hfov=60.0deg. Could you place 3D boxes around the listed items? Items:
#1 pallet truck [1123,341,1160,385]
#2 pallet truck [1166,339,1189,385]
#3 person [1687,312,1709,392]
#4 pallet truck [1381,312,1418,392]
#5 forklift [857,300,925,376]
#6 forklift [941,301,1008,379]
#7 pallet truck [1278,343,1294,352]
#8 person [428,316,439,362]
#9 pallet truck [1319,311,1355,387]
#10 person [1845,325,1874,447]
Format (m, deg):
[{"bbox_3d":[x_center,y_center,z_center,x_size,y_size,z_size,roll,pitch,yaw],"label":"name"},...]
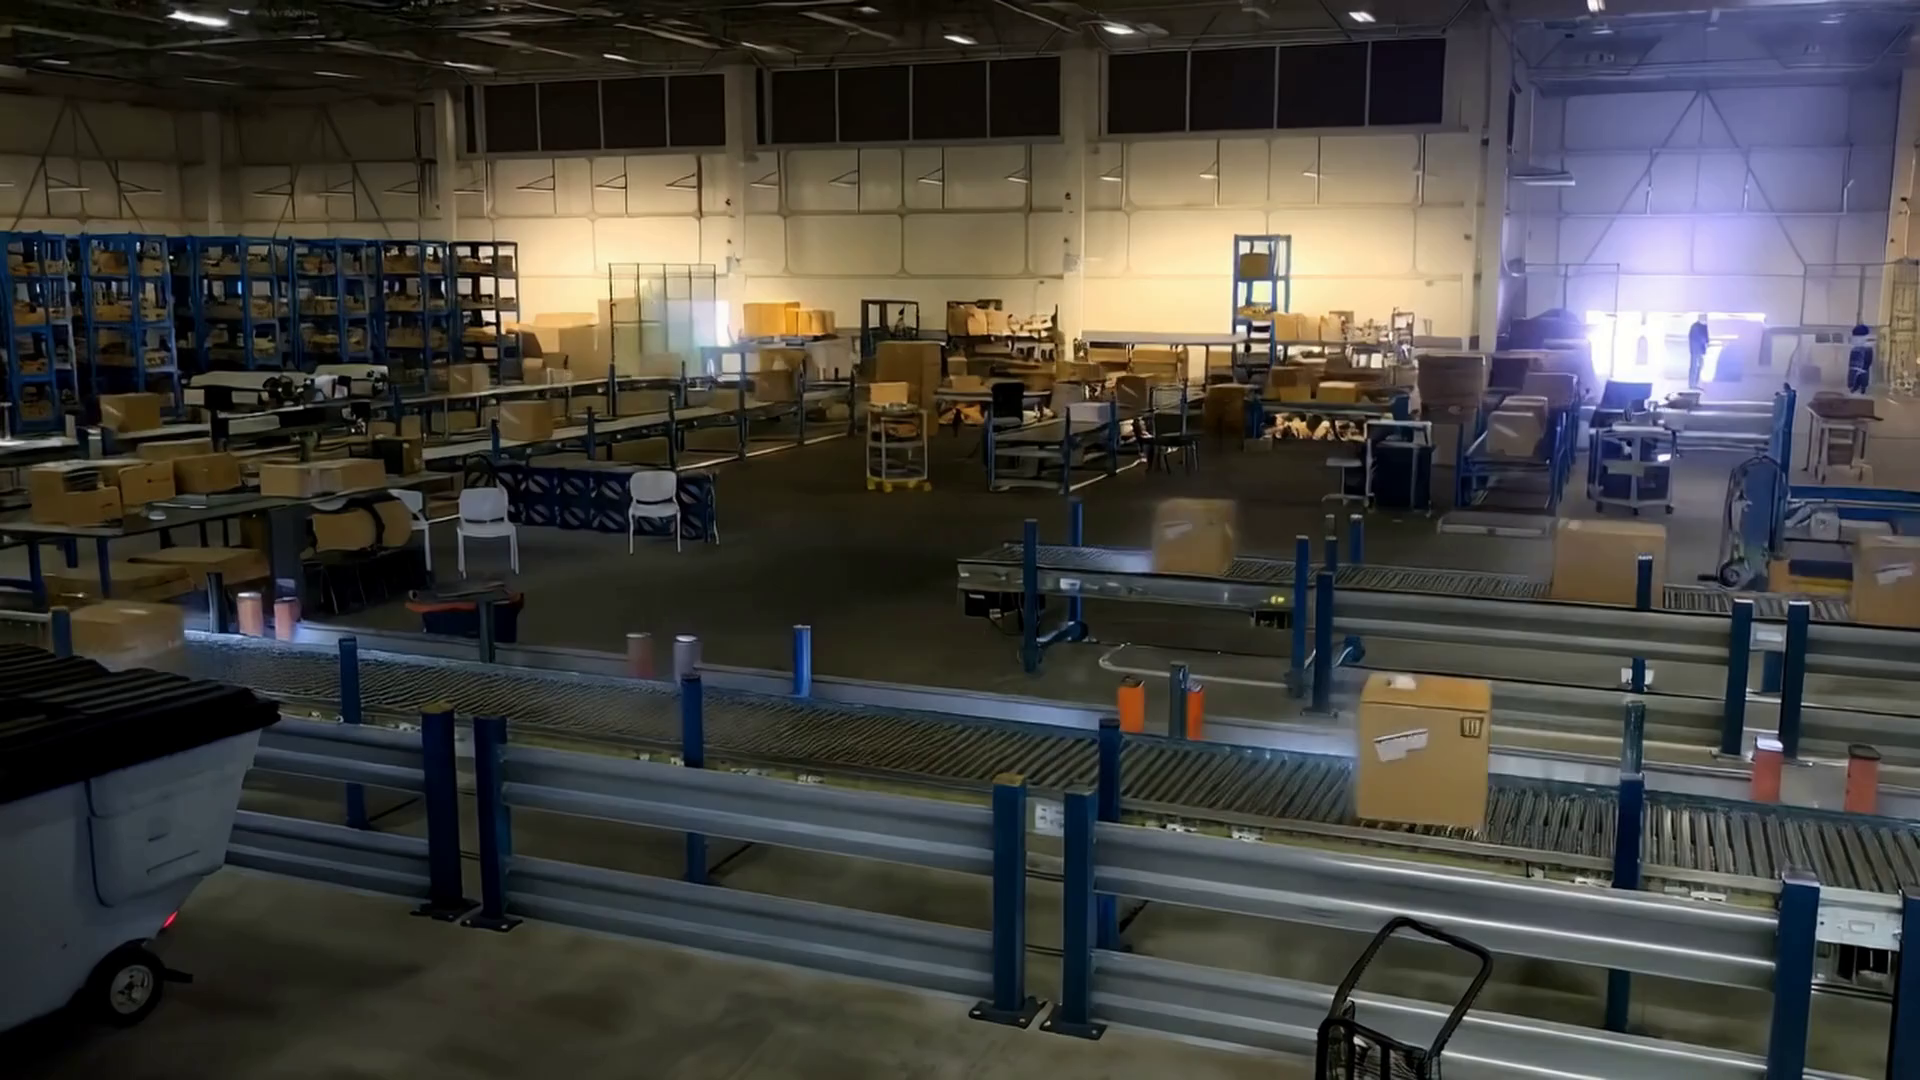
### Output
[{"bbox_3d":[4.445,-4.380,41.279,0.680,1.201,1.601,4,10,22],"label":"pallet truck"},{"bbox_3d":[5.418,-4.269,40.420,0.704,1.261,1.522,3,10,20],"label":"pallet truck"},{"bbox_3d":[17.884,-4.542,40.214,0.403,1.906,0.651,0,9,-2],"label":"person"},{"bbox_3d":[10.207,-4.283,38.369,0.823,1.965,1.885,3,10,20],"label":"pallet truck"},{"bbox_3d":[-1.732,-5.109,42.468,1.157,1.987,2.680,4,10,22],"label":"forklift"},{"bbox_3d":[0.365,-4.966,41.571,1.157,1.987,2.680,3,10,20],"label":"forklift"},{"bbox_3d":[7.886,-4.163,39.743,0.653,1.274,1.630,4,10,22],"label":"pallet truck"},{"bbox_3d":[-15.201,-5.807,48.111,0.388,1.837,0.560,1,9,8],"label":"person"},{"bbox_3d":[9.071,-4.419,39.190,0.823,1.965,1.885,5,10,26],"label":"pallet truck"},{"bbox_3d":[15.060,-2.589,27.961,0.615,2.042,0.375,-8,12,-39],"label":"person"}]
